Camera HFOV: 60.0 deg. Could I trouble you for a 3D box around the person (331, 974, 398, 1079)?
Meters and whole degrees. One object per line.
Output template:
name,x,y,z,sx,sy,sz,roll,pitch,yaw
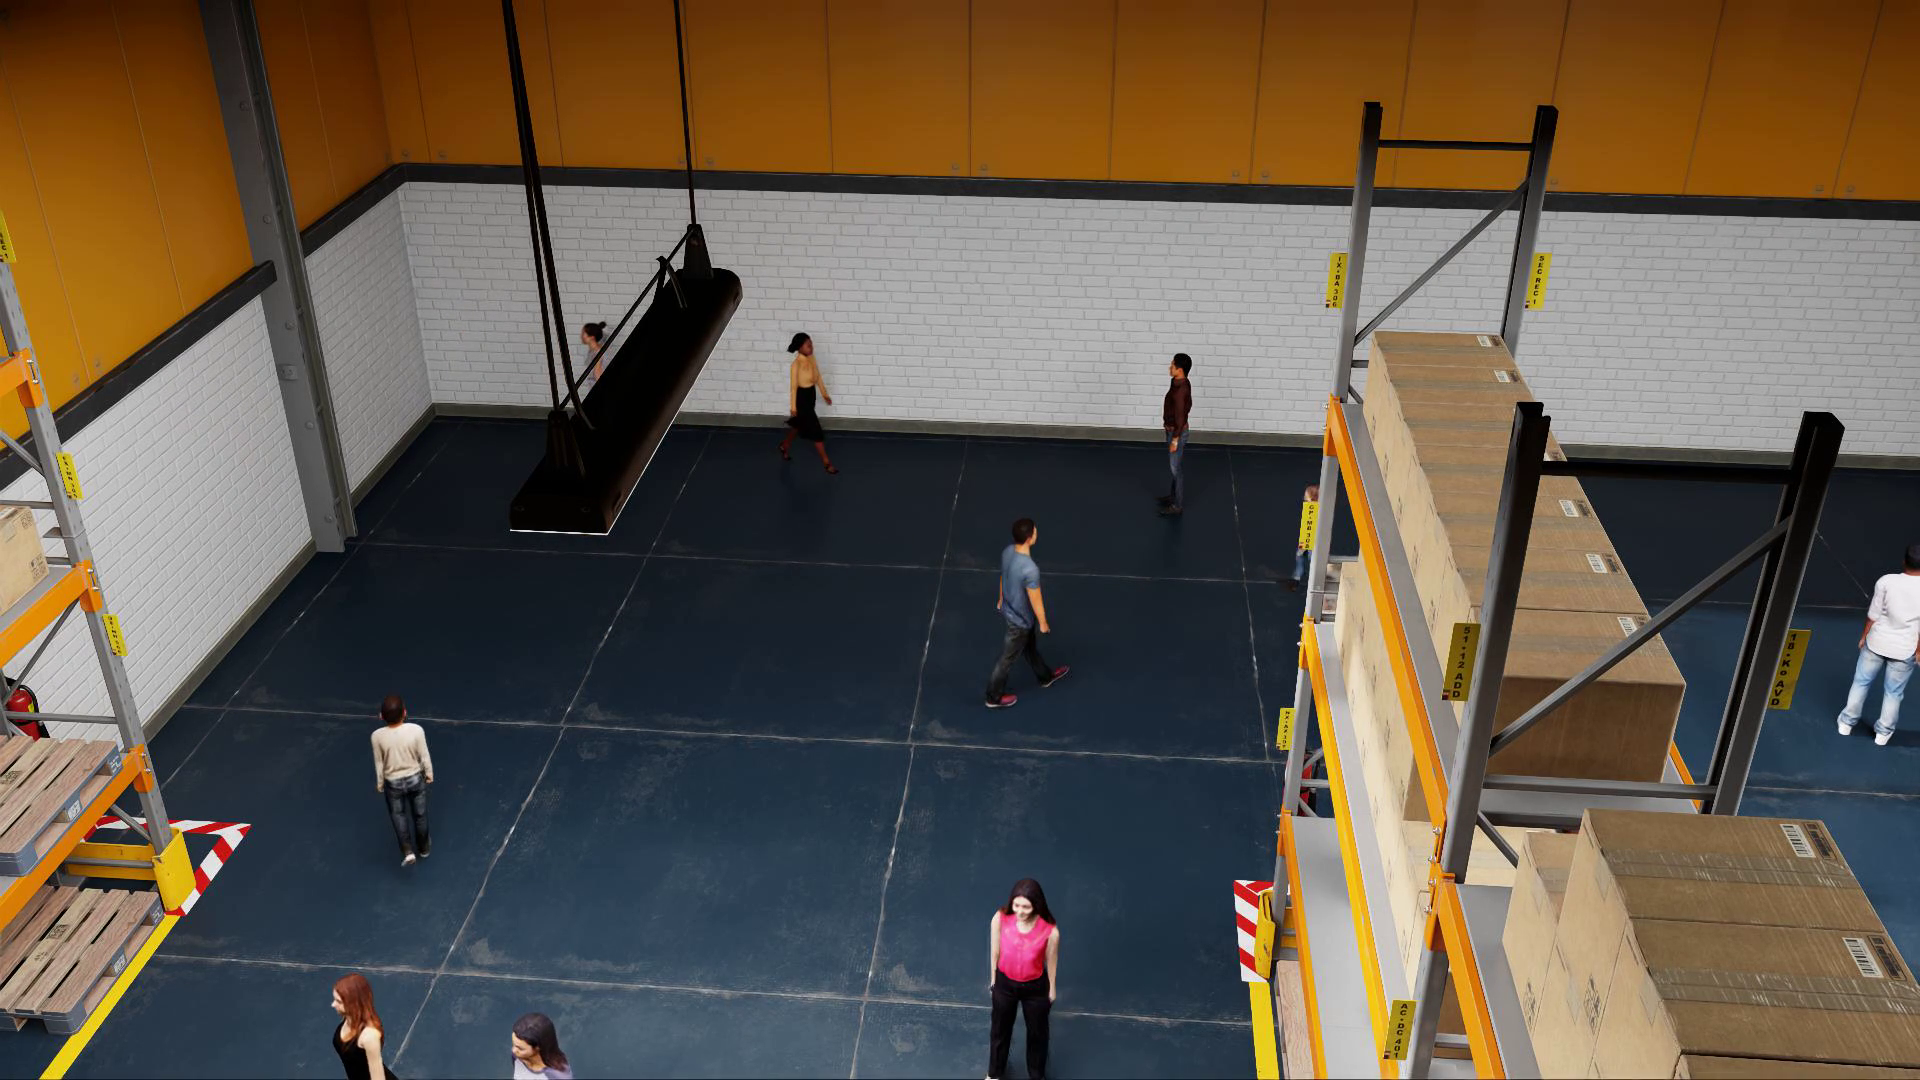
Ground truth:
person,-3.285,3.153,9.589,1.115,1.704,1.021,-24,37,-37

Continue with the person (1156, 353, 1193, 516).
person,2.264,-1.115,17.332,0.706,1.781,0.438,3,29,5

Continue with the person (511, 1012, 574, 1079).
person,-2.288,3.296,9.298,0.649,1.731,0.624,15,32,25

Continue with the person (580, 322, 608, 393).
person,-4.006,-1.668,18.521,0.679,1.614,0.554,-8,30,-14

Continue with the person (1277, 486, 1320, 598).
person,3.414,0.028,15.864,0.632,1.180,0.629,7,29,13

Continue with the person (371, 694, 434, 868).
person,-4.111,1.816,12.303,0.724,1.452,0.824,-10,30,-18

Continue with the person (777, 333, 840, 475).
person,-1.757,-1.495,18.209,0.853,1.610,1.045,12,31,20

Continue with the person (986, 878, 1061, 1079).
person,0.383,2.773,10.332,0.616,1.659,0.558,6,29,11

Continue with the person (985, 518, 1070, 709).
person,0.421,0.654,14.089,1.047,1.782,1.122,-11,31,-19

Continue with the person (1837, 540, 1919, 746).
person,7.683,0.842,13.718,0.721,1.807,0.726,18,33,30
